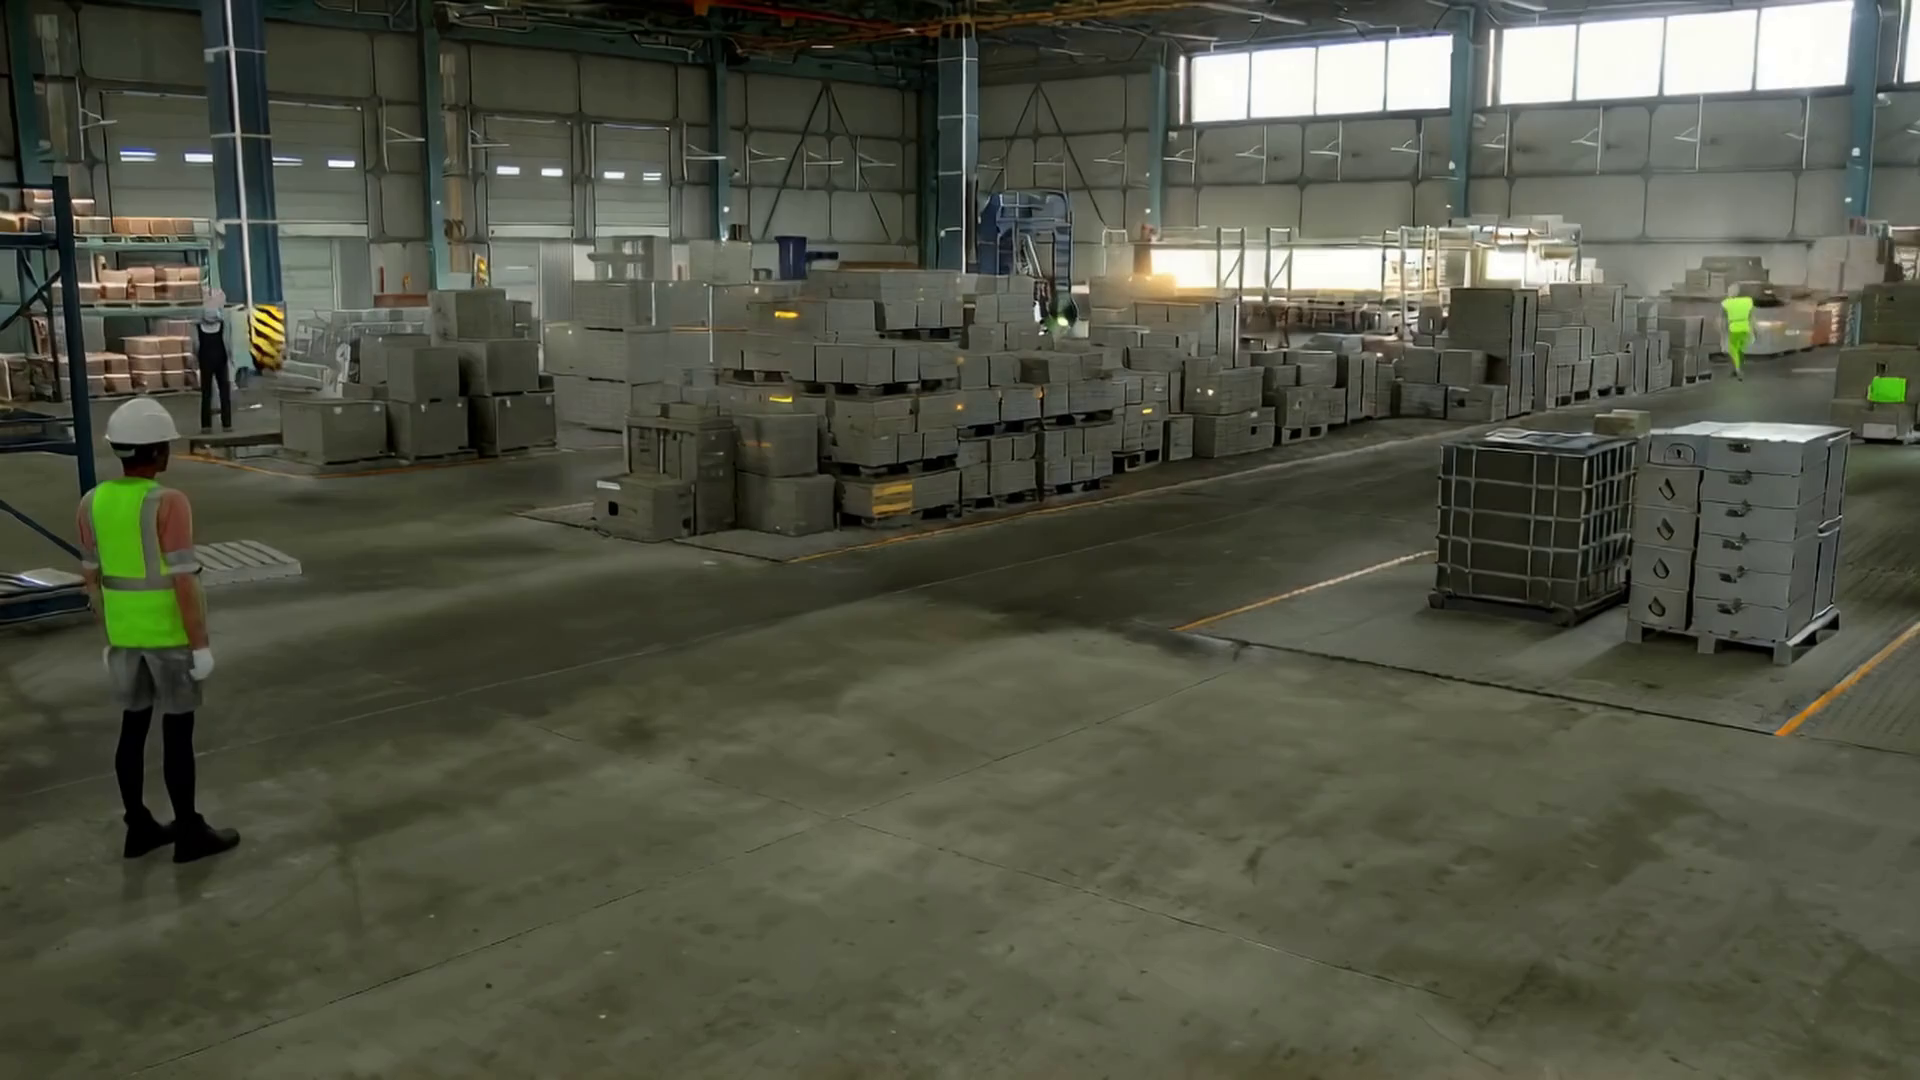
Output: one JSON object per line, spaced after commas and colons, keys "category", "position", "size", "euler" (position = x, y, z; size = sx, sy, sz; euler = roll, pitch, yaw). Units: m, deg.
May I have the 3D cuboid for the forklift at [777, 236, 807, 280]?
{"category": "forklift", "position": [-4.015, -5.887, 39.913], "size": [1.873, 2.768, 1.129], "euler": [4, 11, 20]}

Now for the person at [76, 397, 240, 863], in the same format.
{"category": "person", "position": [-3.348, 0.377, 6.923], "size": [0.542, 1.939, 0.368], "euler": [3, 11, 19]}

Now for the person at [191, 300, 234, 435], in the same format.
{"category": "person", "position": [-10.214, -2.355, 22.746], "size": [0.520, 1.844, 0.330], "euler": [-3, 10, -18]}

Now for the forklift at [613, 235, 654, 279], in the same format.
{"category": "forklift", "position": [-7.295, -5.450, 37.422], "size": [1.873, 2.768, 1.129], "euler": [8, 13, 40]}

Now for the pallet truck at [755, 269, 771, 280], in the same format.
{"category": "pallet truck", "position": [-4.996, -6.432, 45.525], "size": [1.885, 1.965, 0.823], "euler": [-6, 12, -32]}

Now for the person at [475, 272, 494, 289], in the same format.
{"category": "person", "position": [-12.300, -5.956, 42.987], "size": [0.550, 1.935, 0.375], "euler": [3, 11, 19]}

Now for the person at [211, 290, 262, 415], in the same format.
{"category": "person", "position": [-11.165, -2.863, 25.453], "size": [0.899, 1.906, 0.655], "euler": [-4, 11, -21]}

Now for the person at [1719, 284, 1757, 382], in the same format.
{"category": "person", "position": [14.833, -3.966, 31.867], "size": [0.680, 1.859, 0.891], "euler": [-1, 10, -4]}
